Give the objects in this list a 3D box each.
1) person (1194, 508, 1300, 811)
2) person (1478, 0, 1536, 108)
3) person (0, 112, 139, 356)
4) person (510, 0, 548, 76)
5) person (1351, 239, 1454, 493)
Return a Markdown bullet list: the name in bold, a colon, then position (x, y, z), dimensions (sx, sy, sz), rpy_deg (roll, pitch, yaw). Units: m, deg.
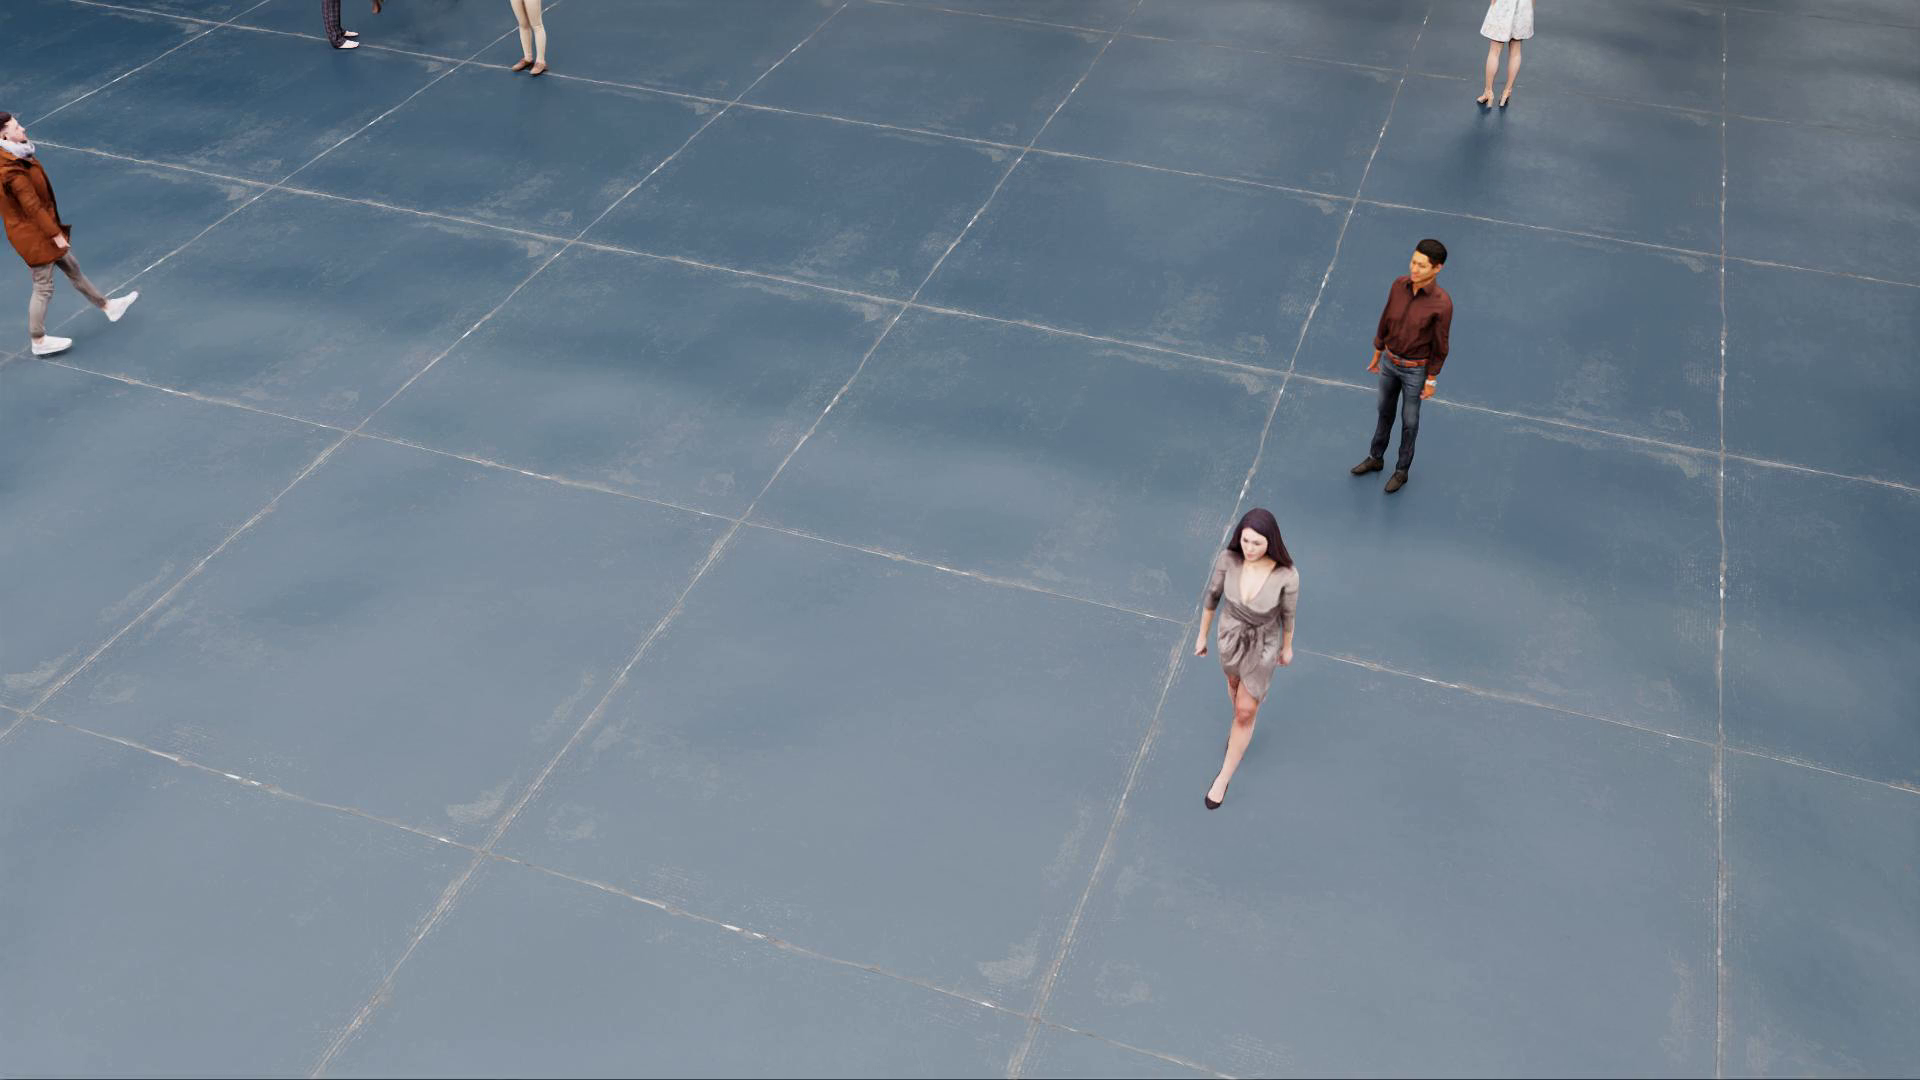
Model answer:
- **person**: position (1.520, 0.498, 8.633), dimensions (0.750, 1.712, 1.060), rpy_deg (20, 42, 23)
- **person**: position (5.143, -4.927, 15.517), dimensions (0.743, 1.774, 0.756), rpy_deg (-1, 38, -1)
- **person**: position (-6.738, -2.154, 11.958), dimensions (1.214, 1.791, 1.060), rpy_deg (-26, 45, -29)
- **person**: position (-4.252, -5.417, 16.241), dimensions (0.624, 1.653, 0.569), rpy_deg (13, 40, 16)
- **person**: position (2.866, -1.125, 10.650), dimensions (0.702, 1.782, 0.719), rpy_deg (-28, 46, -31)
